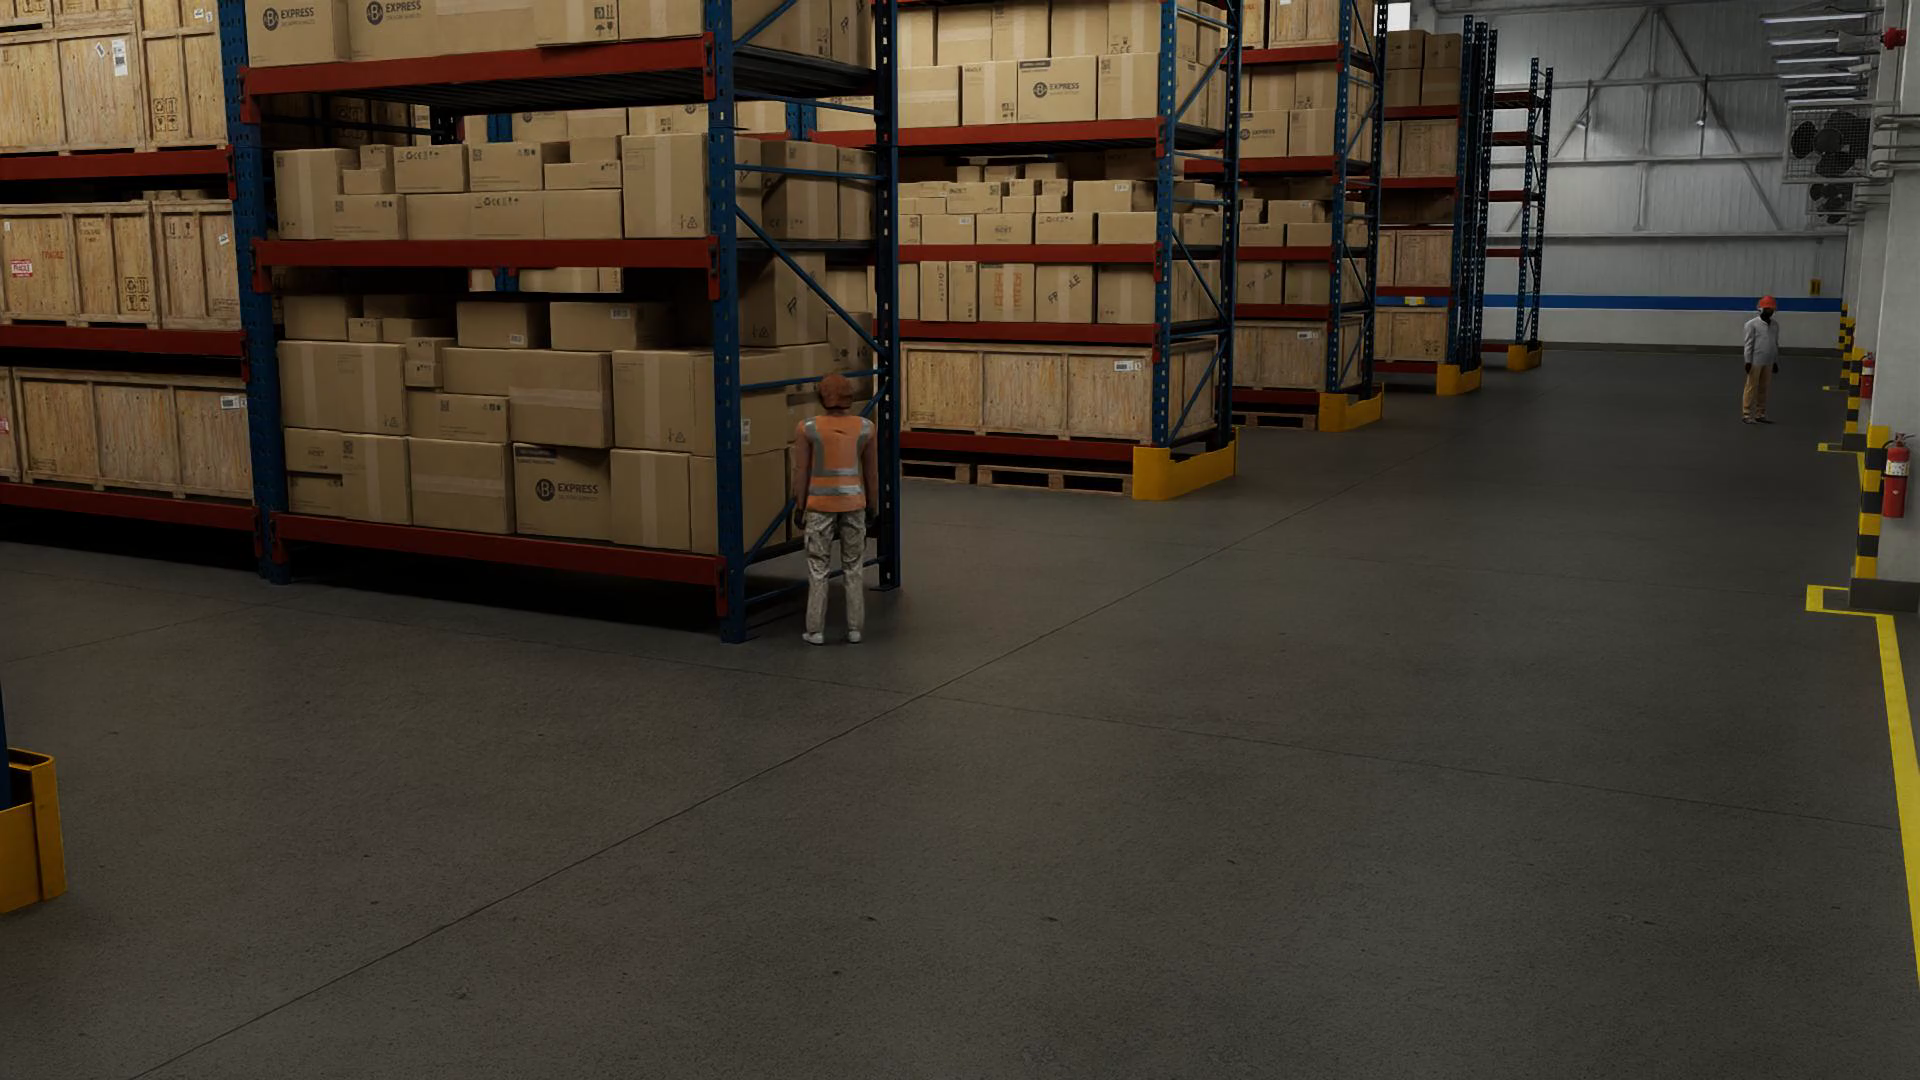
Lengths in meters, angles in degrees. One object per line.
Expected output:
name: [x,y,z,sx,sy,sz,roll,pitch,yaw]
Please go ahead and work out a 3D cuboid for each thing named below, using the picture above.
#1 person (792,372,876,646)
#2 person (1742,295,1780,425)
person: [-0.744,-0.178,9.897,0.518,1.631,0.314,-3,10,-19]
person: [10.941,-2.453,22.695,0.563,1.755,0.320,-4,10,-20]
